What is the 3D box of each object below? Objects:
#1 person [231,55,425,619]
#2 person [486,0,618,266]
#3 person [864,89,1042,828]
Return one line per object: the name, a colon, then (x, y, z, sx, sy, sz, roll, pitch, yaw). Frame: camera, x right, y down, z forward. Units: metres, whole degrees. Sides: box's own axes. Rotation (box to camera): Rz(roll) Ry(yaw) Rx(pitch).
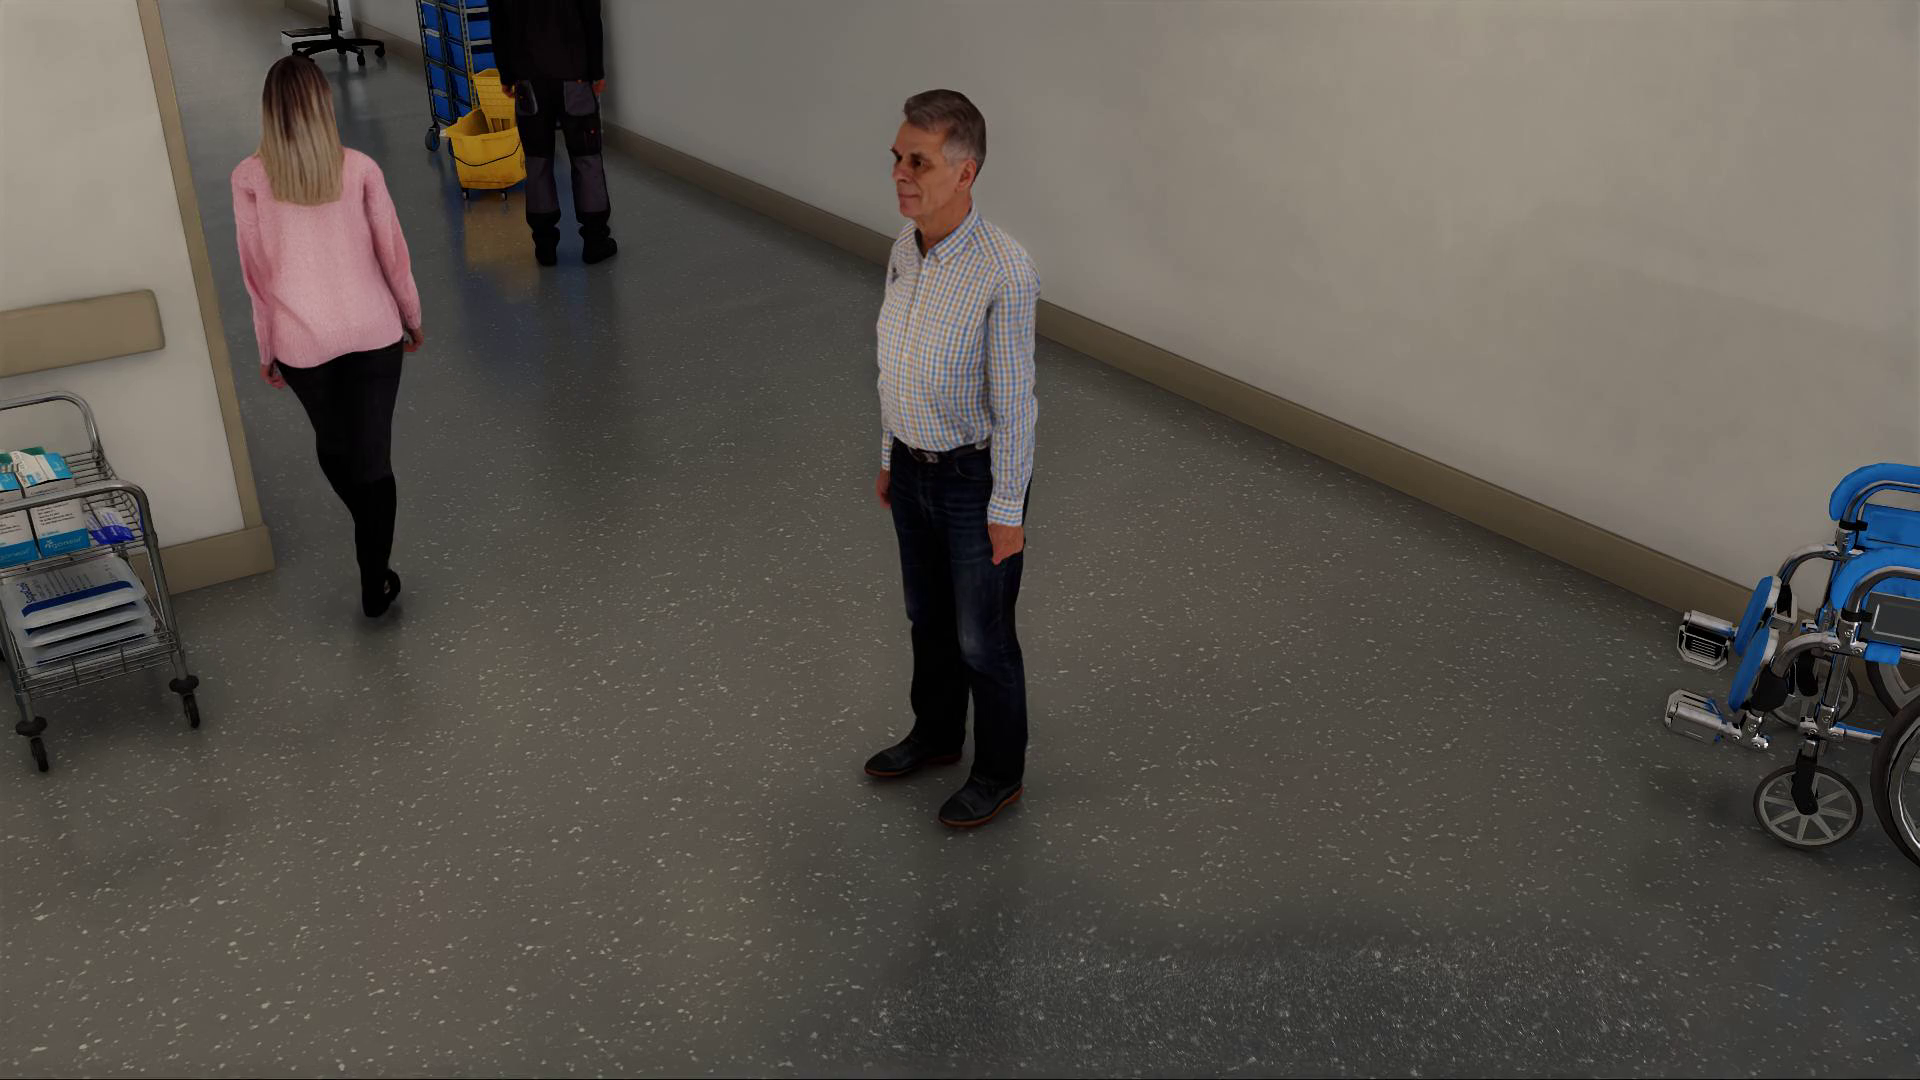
person: (-1.874, -0.553, 4.991, 1.093, 1.644, 0.958, -6, 26, -11)
person: (-2.078, -2.383, 8.439, 0.726, 1.944, 0.857, -3, 26, -6)
person: (-0.005, -0.169, 3.995, 0.579, 1.817, 0.668, -20, 32, -36)
